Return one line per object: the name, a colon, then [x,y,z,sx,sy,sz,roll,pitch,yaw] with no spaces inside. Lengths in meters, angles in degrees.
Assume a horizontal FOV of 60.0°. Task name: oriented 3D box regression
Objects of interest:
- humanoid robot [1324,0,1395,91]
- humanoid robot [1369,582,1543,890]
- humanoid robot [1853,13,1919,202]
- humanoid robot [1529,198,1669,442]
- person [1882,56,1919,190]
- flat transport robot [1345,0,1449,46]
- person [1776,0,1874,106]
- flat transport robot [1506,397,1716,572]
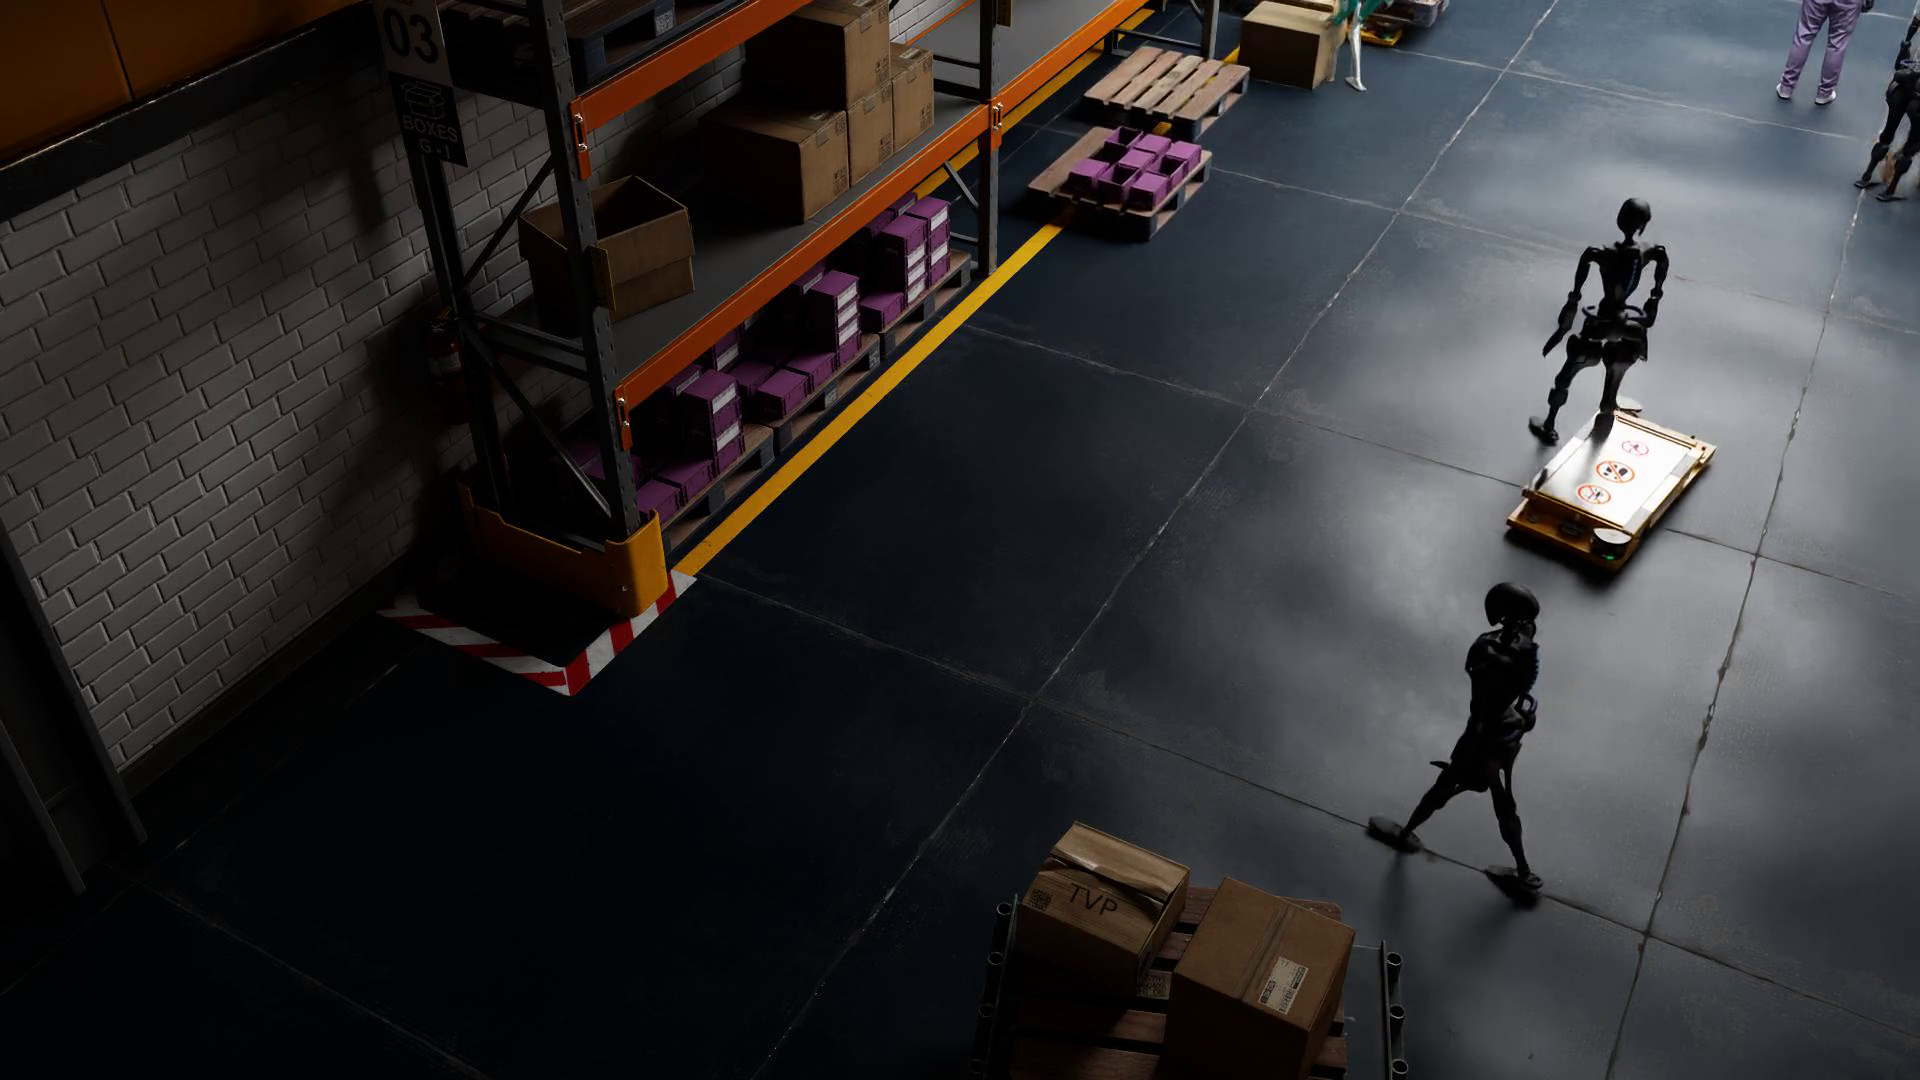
humanoid robot: [3.337,-4.634,13.861,0.530,1.833,0.631,-6,39,-7]
humanoid robot: [2.259,0.825,7.102,0.795,1.620,0.610,26,45,29]
humanoid robot: [7.073,-3.323,12.240,0.331,1.654,0.599,-14,41,-16]
humanoid robot: [3.714,-1.203,9.608,0.601,1.637,0.578,-3,39,-3]
person: [7.312,-3.362,12.143,0.538,1.875,0.465,-2,39,-3]
flat transport robot: [3.912,-4.947,15.403,0.659,0.231,1.431,19,42,22]
person: [7.143,-4.503,13.542,0.641,1.905,0.402,19,43,23]
flat transport robot: [3.804,-0.348,9.654,0.659,0.231,1.431,28,46,30]
